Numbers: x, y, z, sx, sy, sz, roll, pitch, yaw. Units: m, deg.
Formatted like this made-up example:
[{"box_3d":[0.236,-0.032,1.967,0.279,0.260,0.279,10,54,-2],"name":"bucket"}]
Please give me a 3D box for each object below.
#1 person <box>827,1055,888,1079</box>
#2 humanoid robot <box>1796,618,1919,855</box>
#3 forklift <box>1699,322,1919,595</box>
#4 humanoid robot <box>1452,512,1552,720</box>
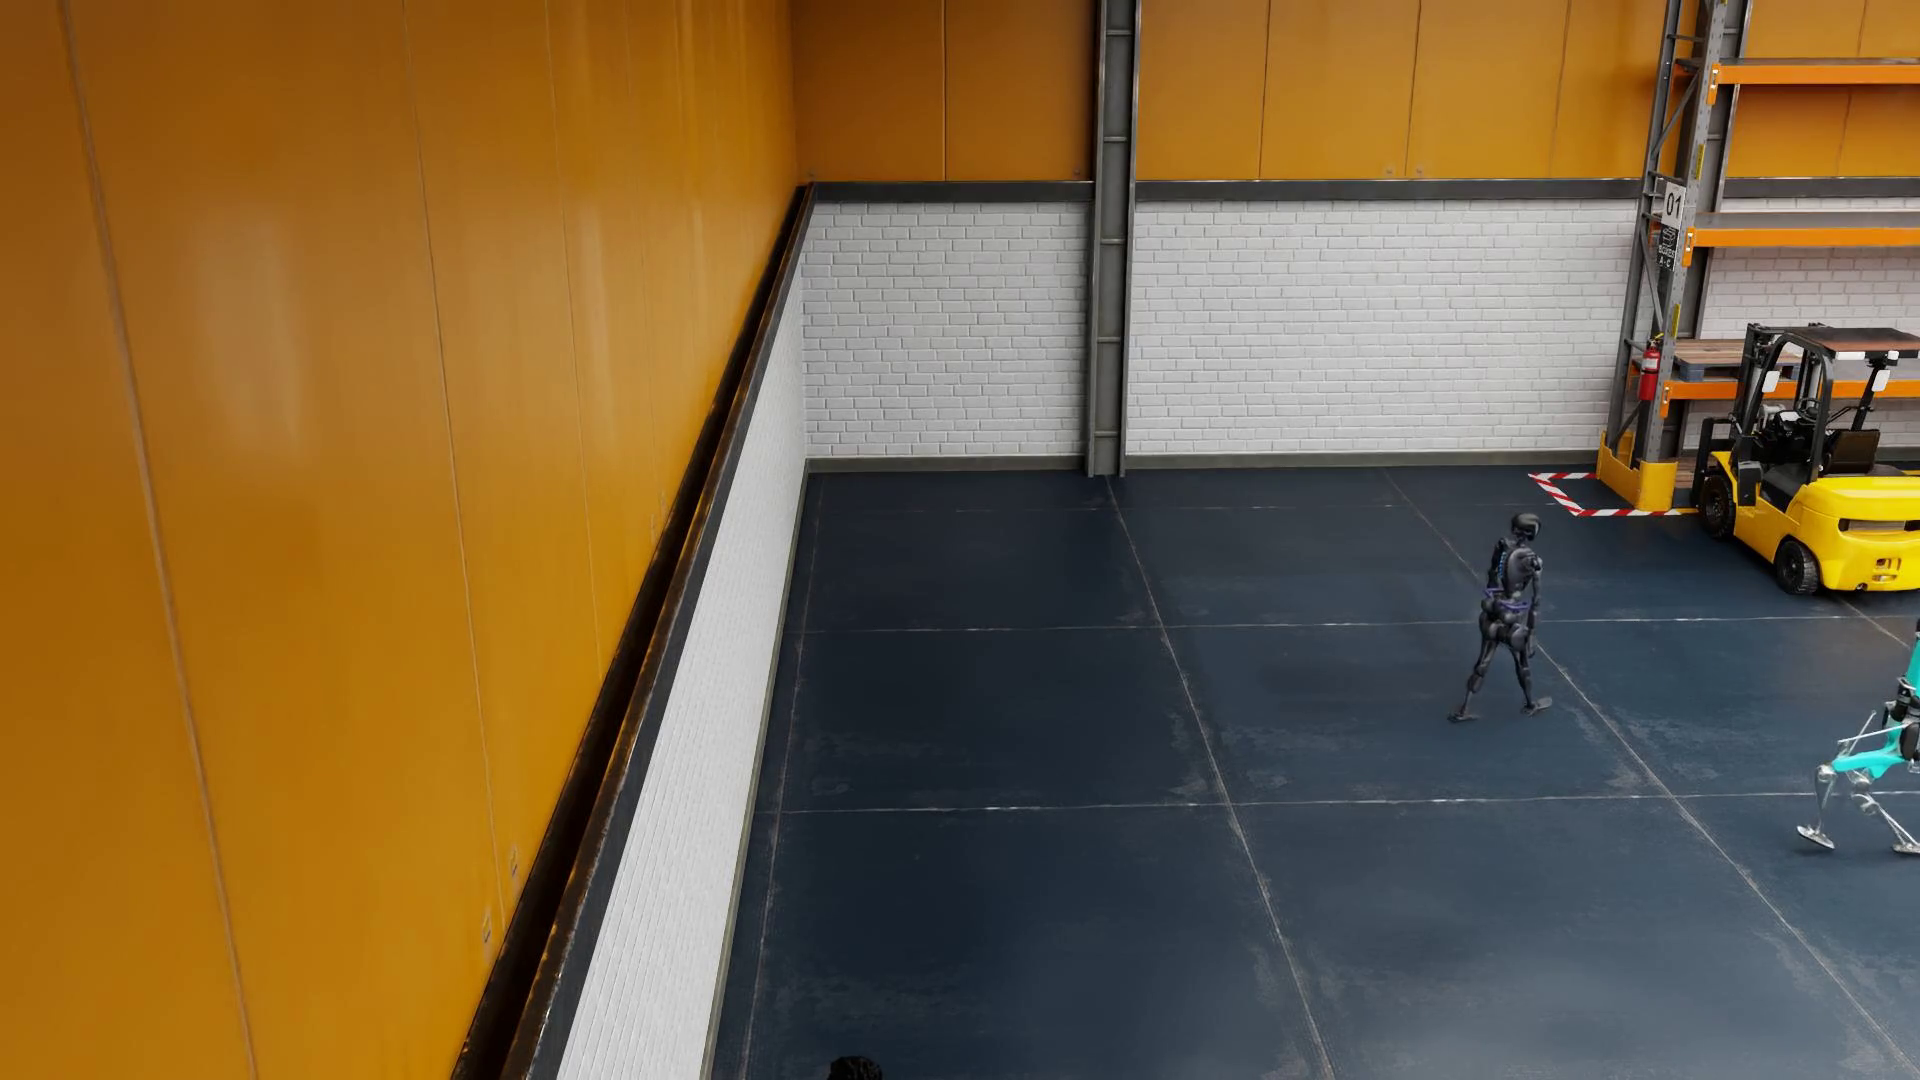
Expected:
[{"box_3d":[-0.371,2.668,6.258,0.319,1.696,0.531,5,21,14],"name":"person"},{"box_3d":[5.635,1.184,10.287,1.027,1.765,0.542,4,21,10],"name":"humanoid robot"},{"box_3d":[7.809,-0.792,14.926,1.214,2.155,2.313,-1,20,-2],"name":"forklift"},{"box_3d":[3.995,0.553,12.093,0.786,1.629,0.600,-7,22,-19],"name":"humanoid robot"}]
